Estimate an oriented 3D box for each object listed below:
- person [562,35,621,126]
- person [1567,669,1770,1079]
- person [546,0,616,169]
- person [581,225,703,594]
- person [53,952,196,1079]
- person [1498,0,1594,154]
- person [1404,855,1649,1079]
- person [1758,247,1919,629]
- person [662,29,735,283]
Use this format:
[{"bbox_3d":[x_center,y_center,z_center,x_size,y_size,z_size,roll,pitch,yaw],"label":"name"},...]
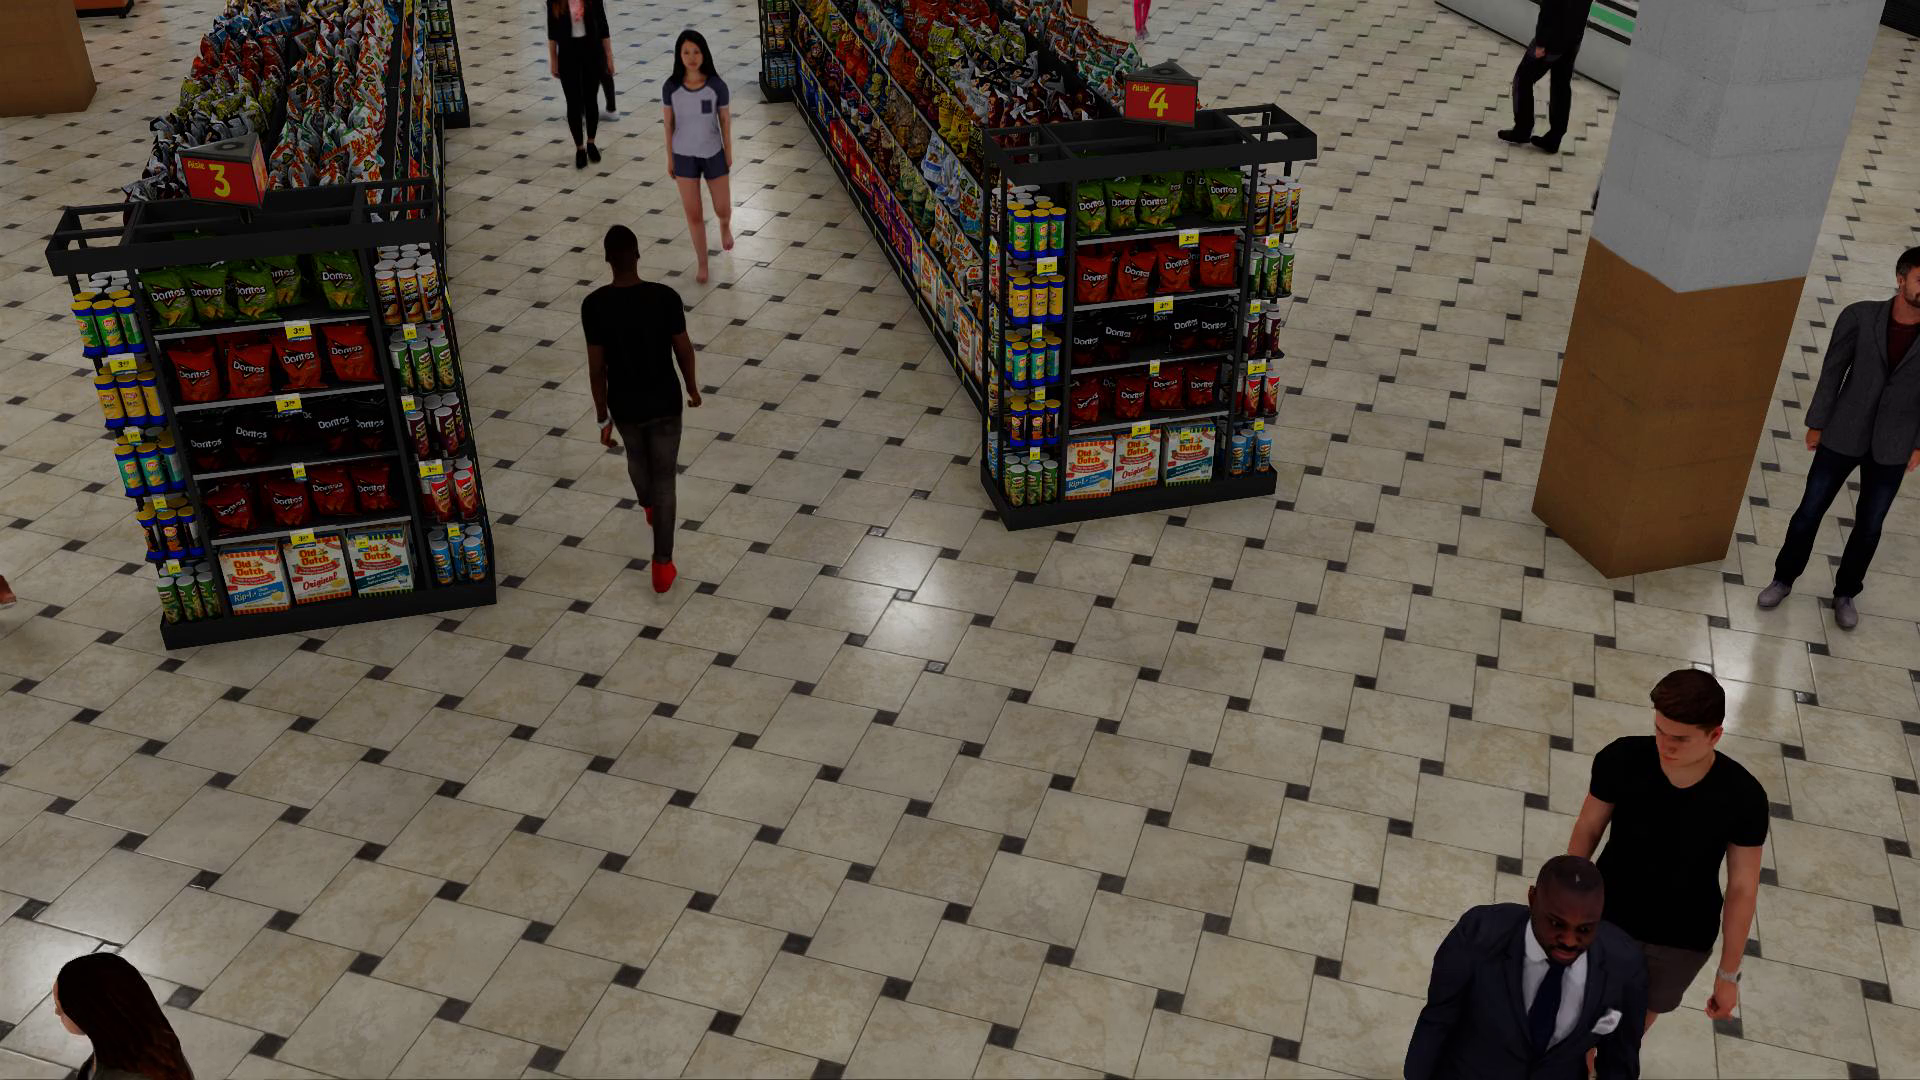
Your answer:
[{"bbox_3d":[-3.151,-4.349,14.093,0.952,1.670,0.844,15,35,23],"label":"person"},{"bbox_3d":[2.158,1.115,5.163,1.094,1.828,1.185,14,35,21],"label":"person"},{"bbox_3d":[-3.062,-3.907,13.354,0.658,1.701,0.726,-10,33,-15],"label":"person"},{"bbox_3d":[-1.504,-0.590,7.968,0.835,1.759,1.250,-1,32,-2],"label":"person"},{"bbox_3d":[-2.127,1.696,4.582,0.768,1.455,0.838,-16,35,-24],"label":"person"},{"bbox_3d":[4.885,-4.014,13.407,0.838,1.826,0.847,-17,36,-25],"label":"person"},{"bbox_3d":[1.489,1.495,4.570,0.845,1.809,0.857,4,32,7],"label":"person"},{"bbox_3d":[4.184,-0.474,7.671,0.772,1.875,0.828,16,35,24],"label":"person"},{"bbox_3d":[-1.763,-2.637,11.320,0.703,1.693,0.846,-1,32,-1],"label":"person"}]
